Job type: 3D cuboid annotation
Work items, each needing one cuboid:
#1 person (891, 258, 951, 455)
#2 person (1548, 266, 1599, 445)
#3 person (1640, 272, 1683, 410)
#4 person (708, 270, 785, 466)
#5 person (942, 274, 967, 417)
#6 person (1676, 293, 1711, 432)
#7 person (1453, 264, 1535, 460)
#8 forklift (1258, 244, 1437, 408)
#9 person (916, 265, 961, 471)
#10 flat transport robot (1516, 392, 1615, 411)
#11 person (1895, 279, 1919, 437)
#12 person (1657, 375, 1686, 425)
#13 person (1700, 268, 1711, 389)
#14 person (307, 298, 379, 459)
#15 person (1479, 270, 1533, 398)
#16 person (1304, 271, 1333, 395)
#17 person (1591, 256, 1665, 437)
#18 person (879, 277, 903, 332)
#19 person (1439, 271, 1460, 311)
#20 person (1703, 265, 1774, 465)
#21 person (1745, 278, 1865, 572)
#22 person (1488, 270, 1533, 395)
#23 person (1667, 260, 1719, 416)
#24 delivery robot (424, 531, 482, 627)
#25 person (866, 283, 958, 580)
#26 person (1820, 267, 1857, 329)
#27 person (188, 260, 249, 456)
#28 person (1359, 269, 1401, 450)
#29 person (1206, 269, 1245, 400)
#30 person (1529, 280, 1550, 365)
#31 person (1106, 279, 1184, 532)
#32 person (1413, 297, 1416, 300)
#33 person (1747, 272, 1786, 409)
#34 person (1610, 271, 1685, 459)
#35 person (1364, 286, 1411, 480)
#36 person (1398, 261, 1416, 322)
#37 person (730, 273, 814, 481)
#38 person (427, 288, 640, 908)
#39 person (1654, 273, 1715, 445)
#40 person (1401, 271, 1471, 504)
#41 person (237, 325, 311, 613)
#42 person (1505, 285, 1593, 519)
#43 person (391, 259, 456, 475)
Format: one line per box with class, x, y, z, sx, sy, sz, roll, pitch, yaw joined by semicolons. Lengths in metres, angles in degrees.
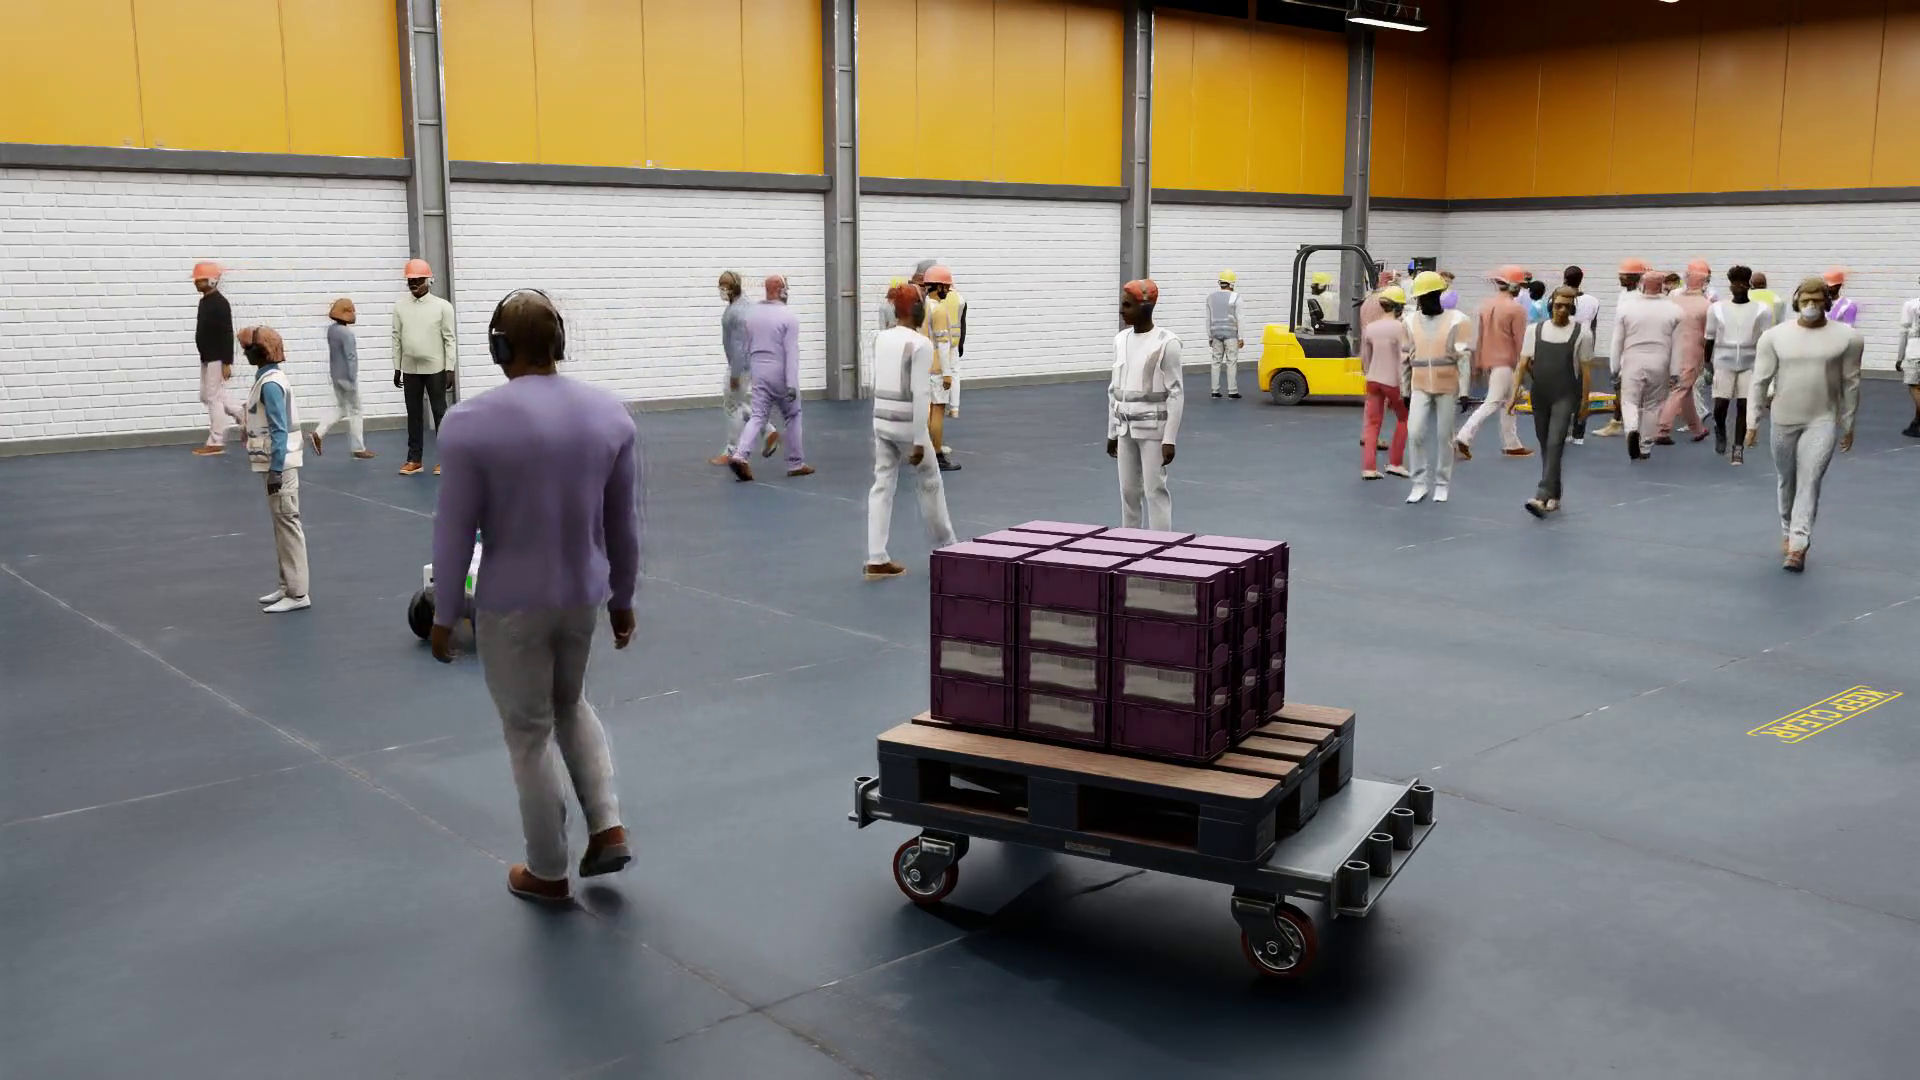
person;-0.426;-1.842;16.723;0.697;2.000;0.743;9;13;43
person;6.546;-1.973;17.848;0.588;1.920;0.392;-3;10;-15
person;9.145;-2.528;21.423;0.529;1.811;0.847;-3;10;-16
person;-2.068;-1.642;15.999;0.671;1.899;0.667;-2;10;-14
person;-0.223;-2.439;20.788;0.633;1.846;0.429;-5;11;-29
person;8.431;-2.043;19.091;0.390;1.621;0.531;-1;10;-5
person;5.308;-1.754;16.503;1.002;1.954;0.608;-3;10;-15
forklift;5.256;-2.933;22.661;2.313;2.155;1.214;3;10;16
person;-0.217;-1.623;15.746;0.355;1.938;0.544;-5;11;-25
flat transport robot;7.968;-1.787;21.573;1.431;0.197;0.652;-5;11;-26
person;10.672;-2.046;18.320;0.544;1.910;0.877;1;10;5
person;8.440;-2.115;19.632;0.513;1.594;0.843;-2;10;-9
person;11.280;-3.201;25.239;0.565;1.844;0.740;-3;10;-19
person;-6.149;-1.589;16.489;0.510;1.613;0.591;9;13;43
person;7.715;-2.825;22.934;0.978;1.897;0.537;9;13;42
person;5.284;-2.991;24.127;0.738;1.808;0.597;0;10;0
person;7.522;-2.148;18.569;0.765;2.028;0.619;0;10;1
person;-0.836;-2.616;22.126;0.486;1.744;0.294;-1;10;-4
person;7.183;-3.145;25.084;0.647;1.799;0.609;5;11;28
person;7.586;-1.704;16.216;0.636;1.945;0.500;4;11;24
person;5.539;-0.776;10.952;0.652;1.887;1.040;6;11;31
person;8.061;-3.000;24.150;0.511;1.819;0.655;-2;10;-11
person;9.063;-2.485;20.706;0.636;1.977;1.108;3;10;19
delivery robot;-2.524;0.190;8.899;0.477;0.478;0.707;4;11;23
person;-0.267;-0.690;10.546;0.578;1.841;0.921;9;13;43
person;9.377;-2.009;18.104;0.788;1.898;0.571;-7;12;-34
person;-7.569;-1.861;17.010;0.649;1.981;0.628;-8;13;-39
person;4.383;-1.898;17.522;0.523;1.885;0.783;-1;10;-9
person;3.756;-2.887;23.450;0.587;1.833;0.404;7;12;37
person;8.138;-2.809;23.424;0.361;1.674;0.548;9;14;44
person;1.115;-0.648;10.194;0.337;1.881;0.584;-7;12;-35
person;6.824;-2.995;24.714;0.527;1.613;0.518;6;11;32
person;10.284;-2.539;21.455;0.648;1.820;0.535;2;10;12
person;6.769;-1.706;16.410;0.661;1.883;0.764;3;10;18
person;3.906;-1.415;15.049;0.592;1.745;0.544;-7;12;-34
person;7.906;-3.907;29.113;0.401;1.939;0.602;-6;11;-32
person;-1.714;-1.474;15.074;0.638;1.875;0.921;6;11;32
person;-1.309;0.194;5.131;0.427;1.924;0.636;9;13;43
person;7.834;-1.945;17.910;0.987;1.841;0.656;-5;11;-27
person;3.867;-1.232;13.577;0.622;1.890;0.690;5;11;28
person;-3.906;-0.405;9.492;0.313;1.636;0.517;-4;11;-23
person;4.552;-1.063;12.877;0.538;1.786;0.984;8;12;39
person;-4.972;-1.595;15.412;0.611;1.995;0.380;1;10;7
